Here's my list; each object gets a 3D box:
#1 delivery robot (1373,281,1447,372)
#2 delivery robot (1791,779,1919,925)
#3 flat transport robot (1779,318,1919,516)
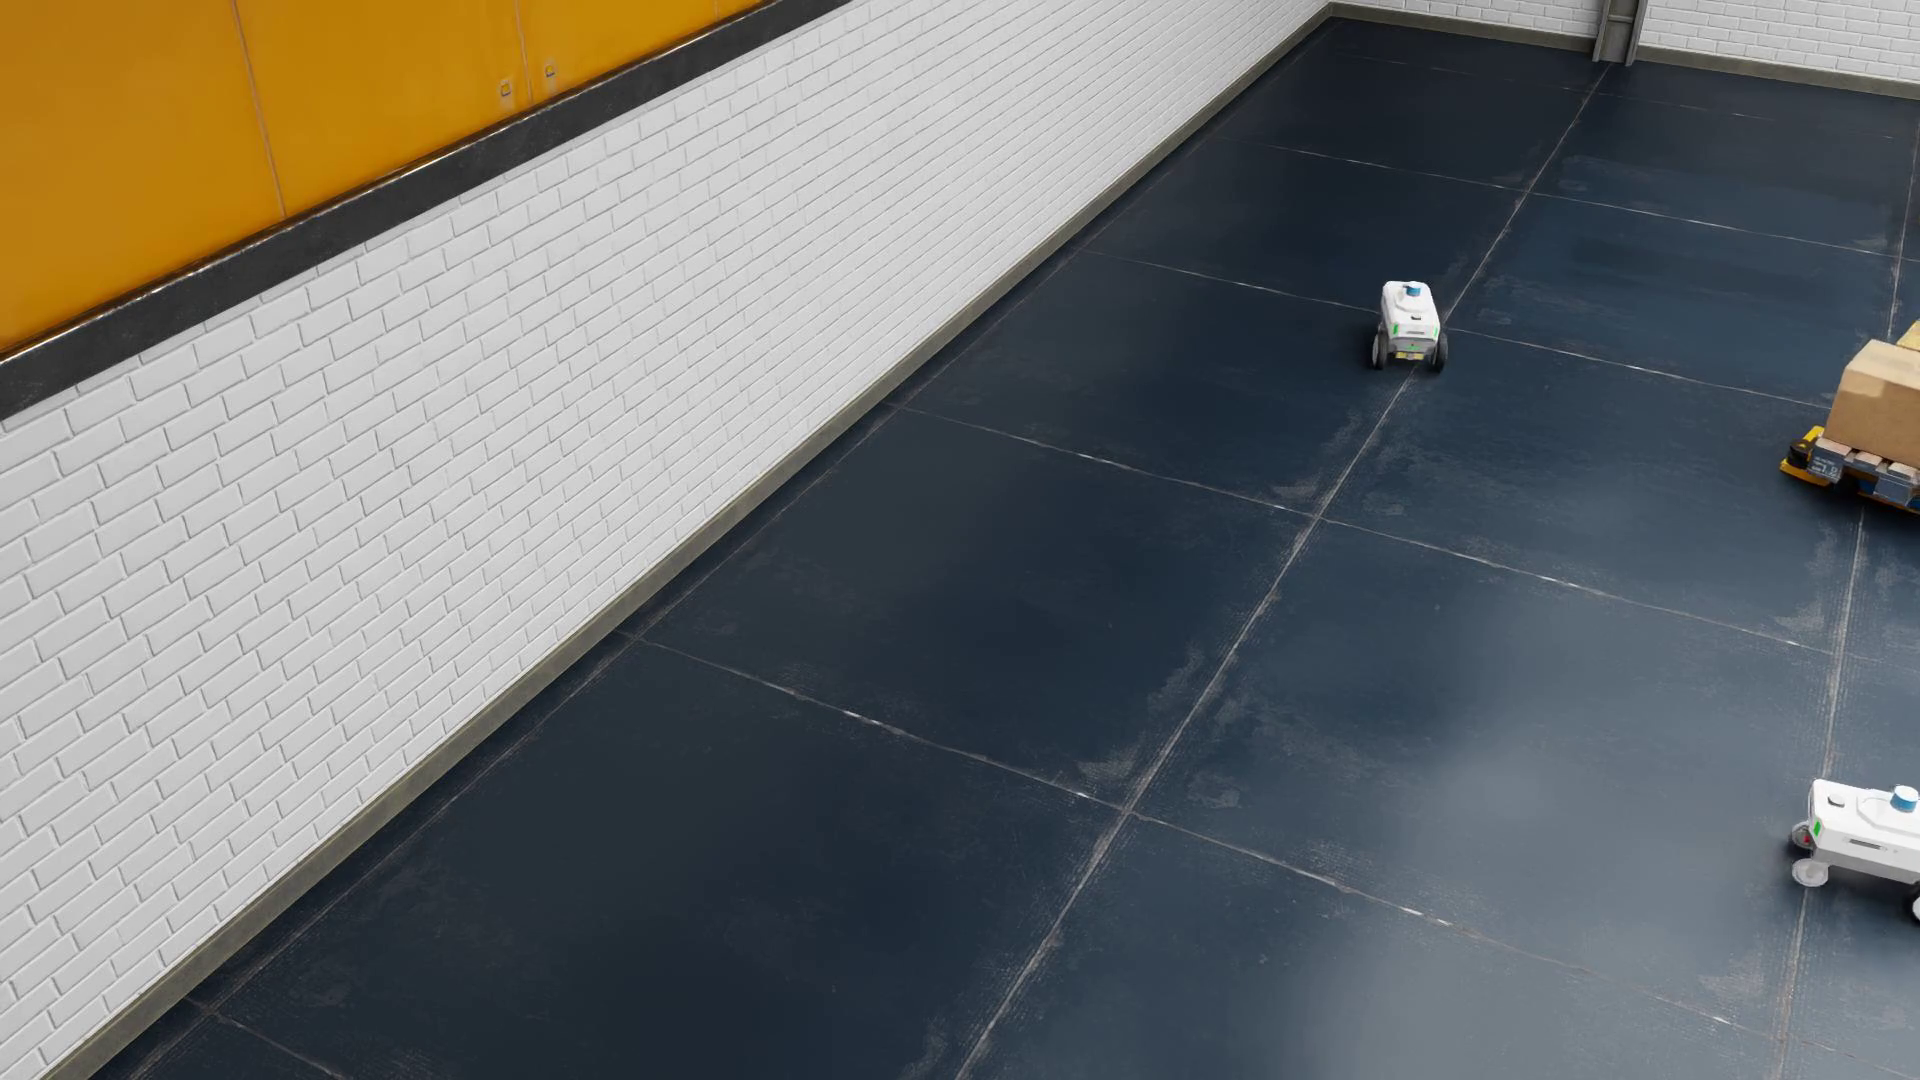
[{"bbox_3d":[3.266,-1.576,12.058,0.521,0.585,0.757,3,34,5],"label":"delivery robot"},{"bbox_3d":[4.273,1.383,7.653,0.774,0.583,0.499,13,36,18],"label":"delivery robot"},{"bbox_3d":[6.057,-0.385,10.550,1.431,0.231,0.659,26,42,33],"label":"flat transport robot"}]
